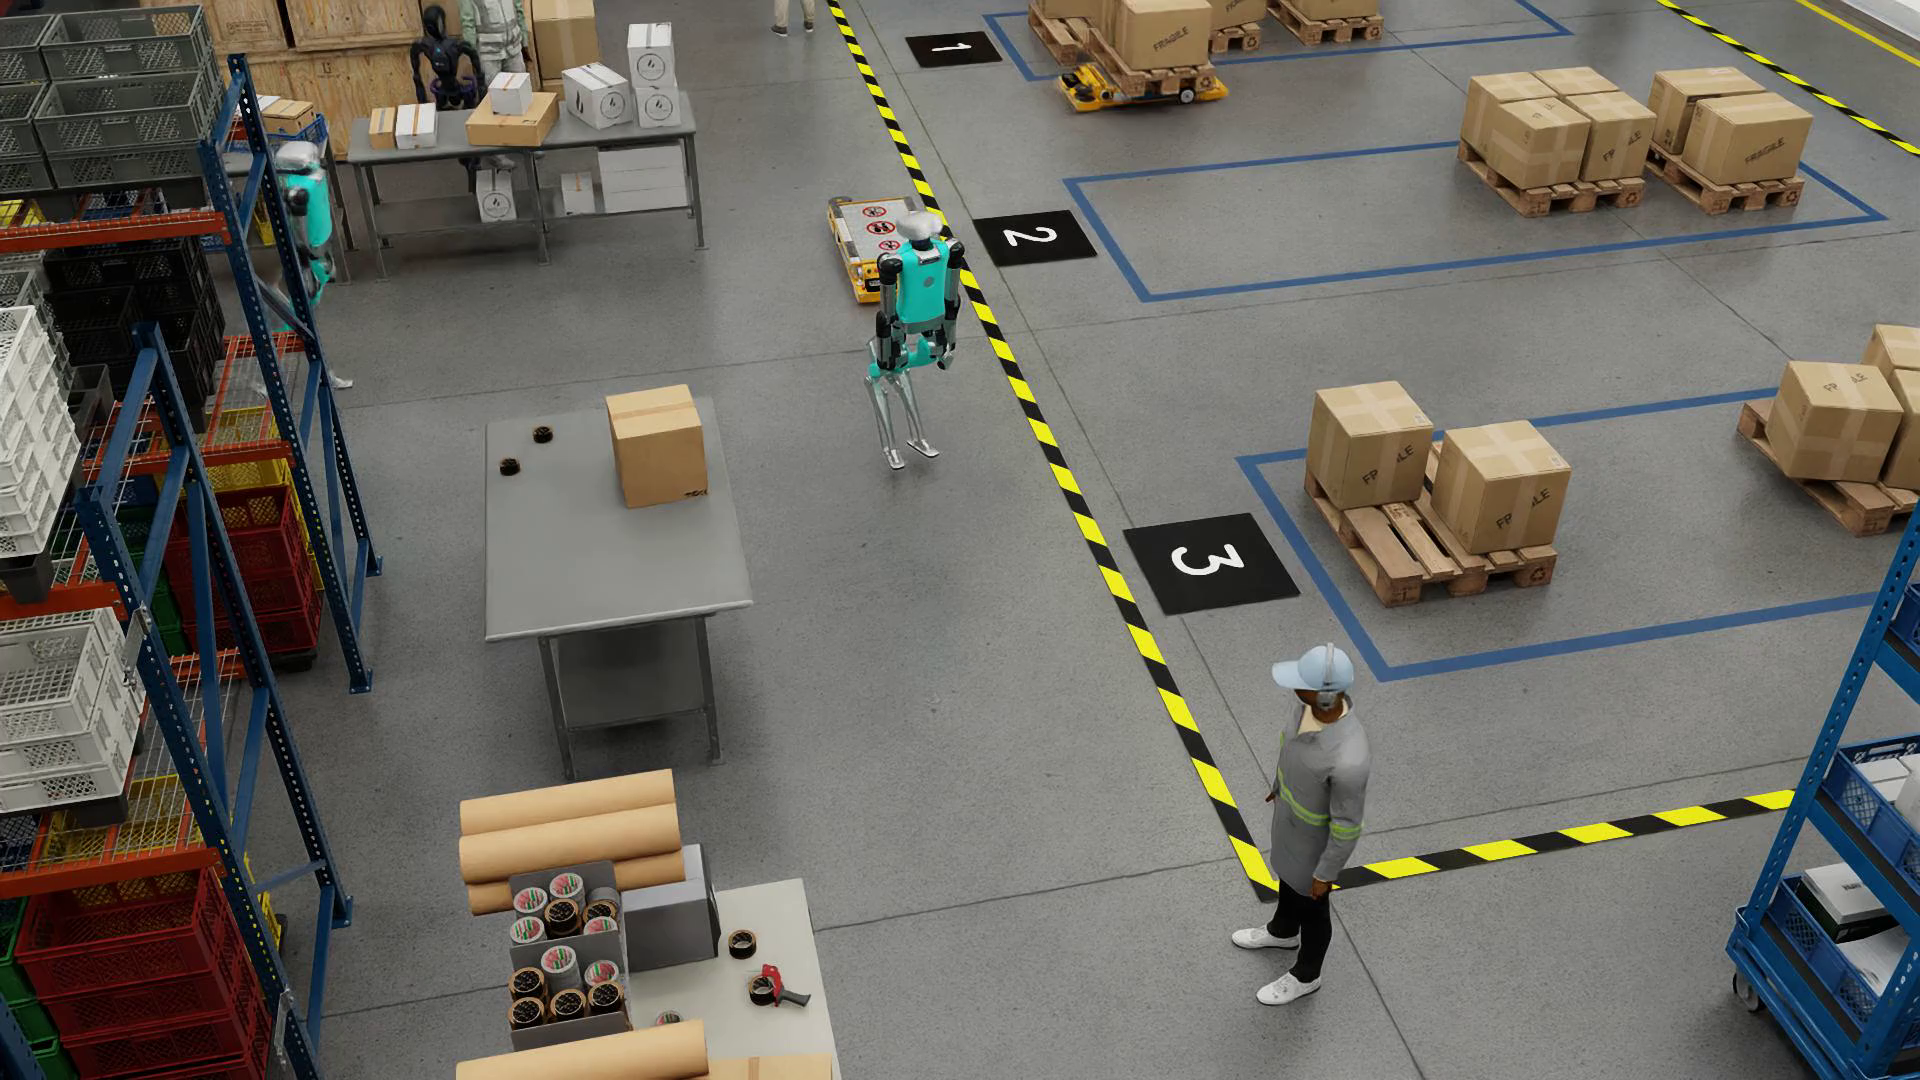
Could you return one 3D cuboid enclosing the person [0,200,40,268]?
[{"bbox_3d":[-5.331,-1.190,9.843,0.404,1.829,0.599,26,44,31],"label":"person"}]

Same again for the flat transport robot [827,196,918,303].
[{"bbox_3d":[-0.570,-2.220,12.538,0.659,0.231,1.431,-8,37,-10],"label":"flat transport robot"}]

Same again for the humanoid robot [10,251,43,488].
[{"bbox_3d":[-5.648,-1.077,9.737,0.686,1.751,0.539,15,39,19],"label":"humanoid robot"}]

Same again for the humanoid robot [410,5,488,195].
[{"bbox_3d":[-3.921,-3.384,12.956,0.589,1.624,0.811,-2,37,-2],"label":"humanoid robot"}]

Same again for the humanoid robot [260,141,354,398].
[{"bbox_3d":[-4.295,-1.646,10.625,0.819,1.877,0.548,0,37,-1],"label":"humanoid robot"}]

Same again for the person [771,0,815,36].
[{"bbox_3d":[-1.674,-5.768,16.052,0.564,1.762,0.406,-14,39,-18],"label":"person"}]

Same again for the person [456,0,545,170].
[{"bbox_3d":[-3.745,-3.989,13.519,0.413,1.939,0.607,27,45,32],"label":"person"}]

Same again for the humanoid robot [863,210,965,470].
[{"bbox_3d":[-0.344,-1.243,9.886,0.533,1.672,0.735,-19,41,-23],"label":"humanoid robot"}]

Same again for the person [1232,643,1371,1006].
[{"bbox_3d":[1.370,1.142,6.693,0.384,1.850,0.597,-6,37,-8],"label":"person"}]

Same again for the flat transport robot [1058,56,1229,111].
[{"bbox_3d":[1.670,-4.183,15.153,1.431,0.197,0.652,-8,37,-10],"label":"flat transport robot"}]
